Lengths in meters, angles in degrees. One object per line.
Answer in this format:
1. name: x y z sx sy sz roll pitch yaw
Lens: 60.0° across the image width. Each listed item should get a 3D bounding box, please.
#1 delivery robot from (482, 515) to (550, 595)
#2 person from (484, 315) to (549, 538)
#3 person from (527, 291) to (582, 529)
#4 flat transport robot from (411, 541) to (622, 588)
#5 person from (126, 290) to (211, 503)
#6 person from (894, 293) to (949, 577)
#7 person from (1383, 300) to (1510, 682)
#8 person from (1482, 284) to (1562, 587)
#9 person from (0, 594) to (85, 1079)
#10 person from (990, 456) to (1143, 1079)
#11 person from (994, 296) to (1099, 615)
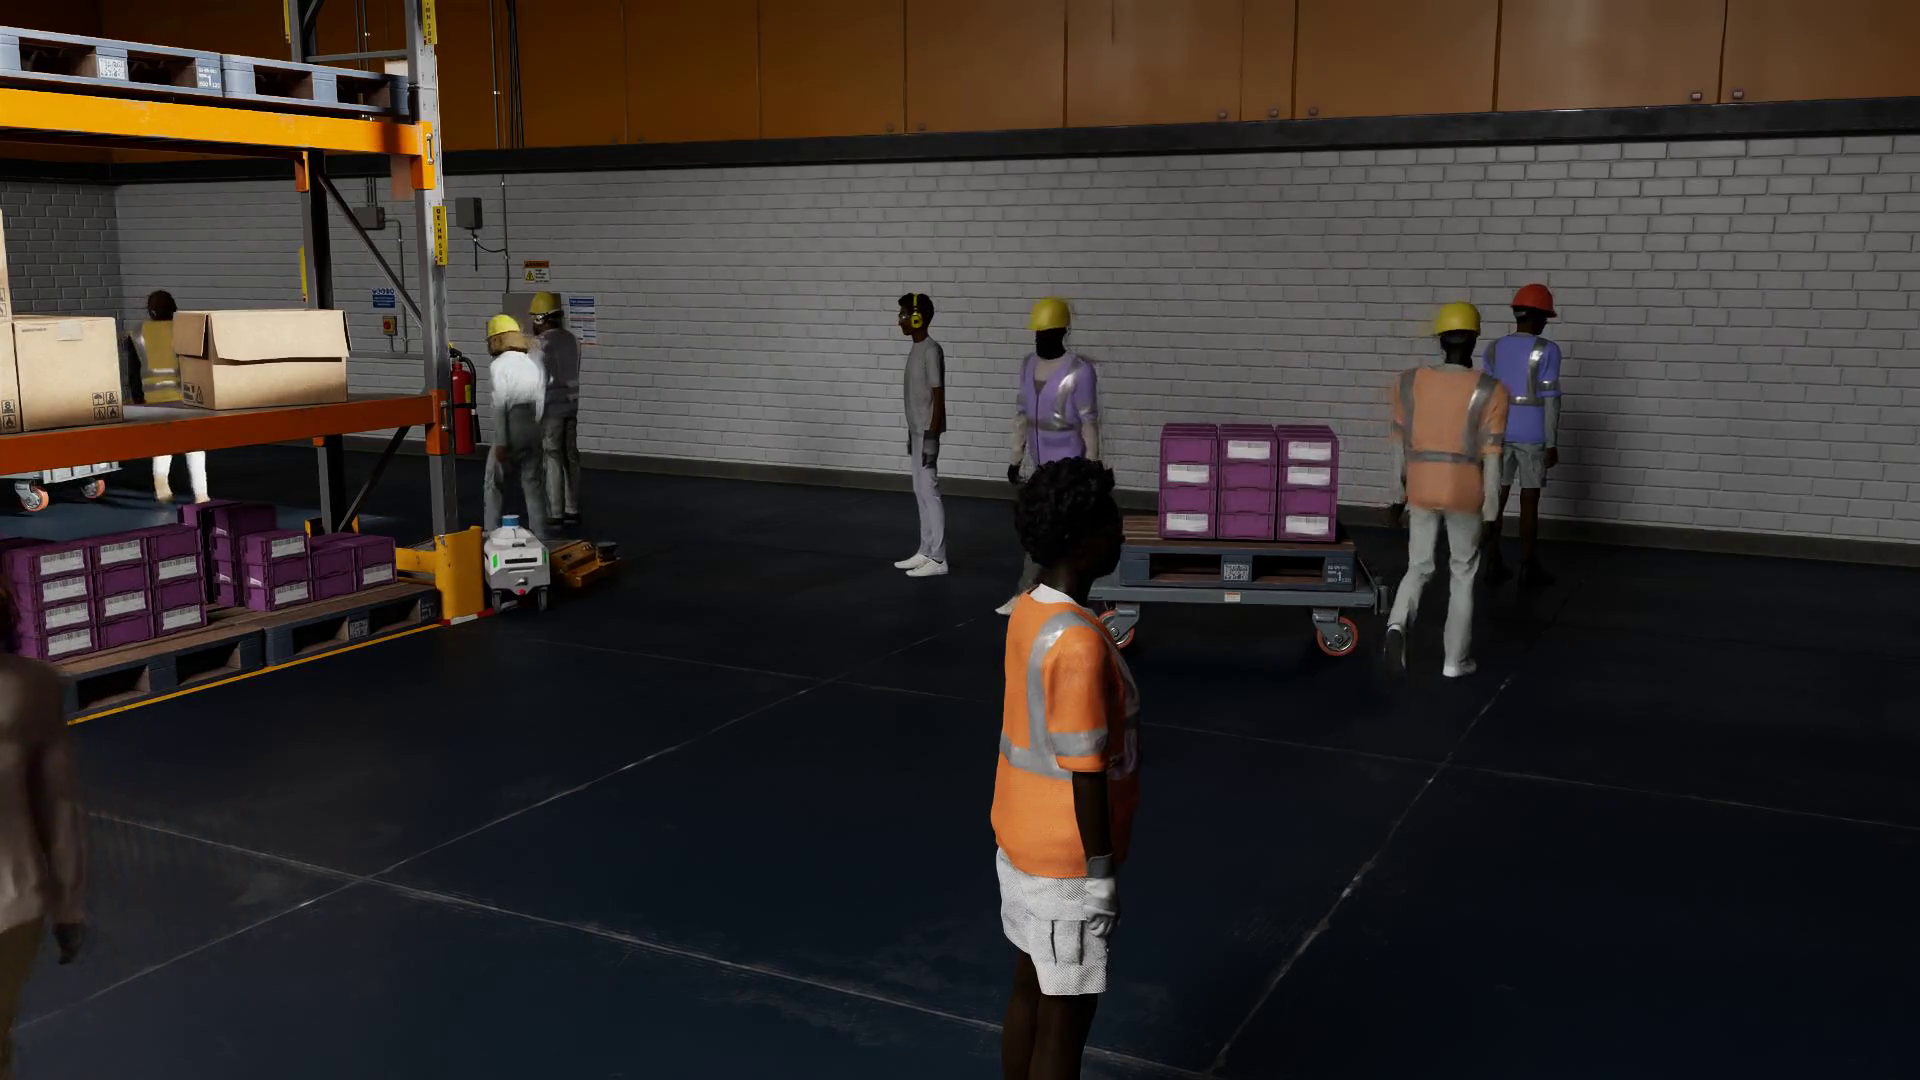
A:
1. delivery robot: -2.676 0.095 9.953 0.477 0.478 0.707 -4 10 -22
2. person: -3.082 -0.678 11.348 0.699 1.705 0.511 5 11 28
3. person: -3.151 -0.996 12.838 0.404 1.834 0.591 4 10 20
4. flat transport robot: -2.996 0.134 10.808 1.431 0.197 0.652 2 10 11
5. person: -6.569 -1.168 13.881 0.655 1.820 0.575 -2 10 -11
6. person: -0.252 -0.690 10.978 0.317 1.865 0.523 -2 10 -14
7. person: 2.356 -0.215 8.134 0.595 1.898 0.695 7 12 34
8. person: 3.607 -0.668 10.674 0.385 1.927 0.546 -7 12 -37
9. person: -1.905 0.770 3.252 0.694 1.610 0.507 3 10 16
10. person: 0.235 0.664 3.624 0.318 1.698 0.535 -2 10 -11
11. person: 0.629 -0.518 9.955 0.975 1.880 0.593 -7 12 -35
